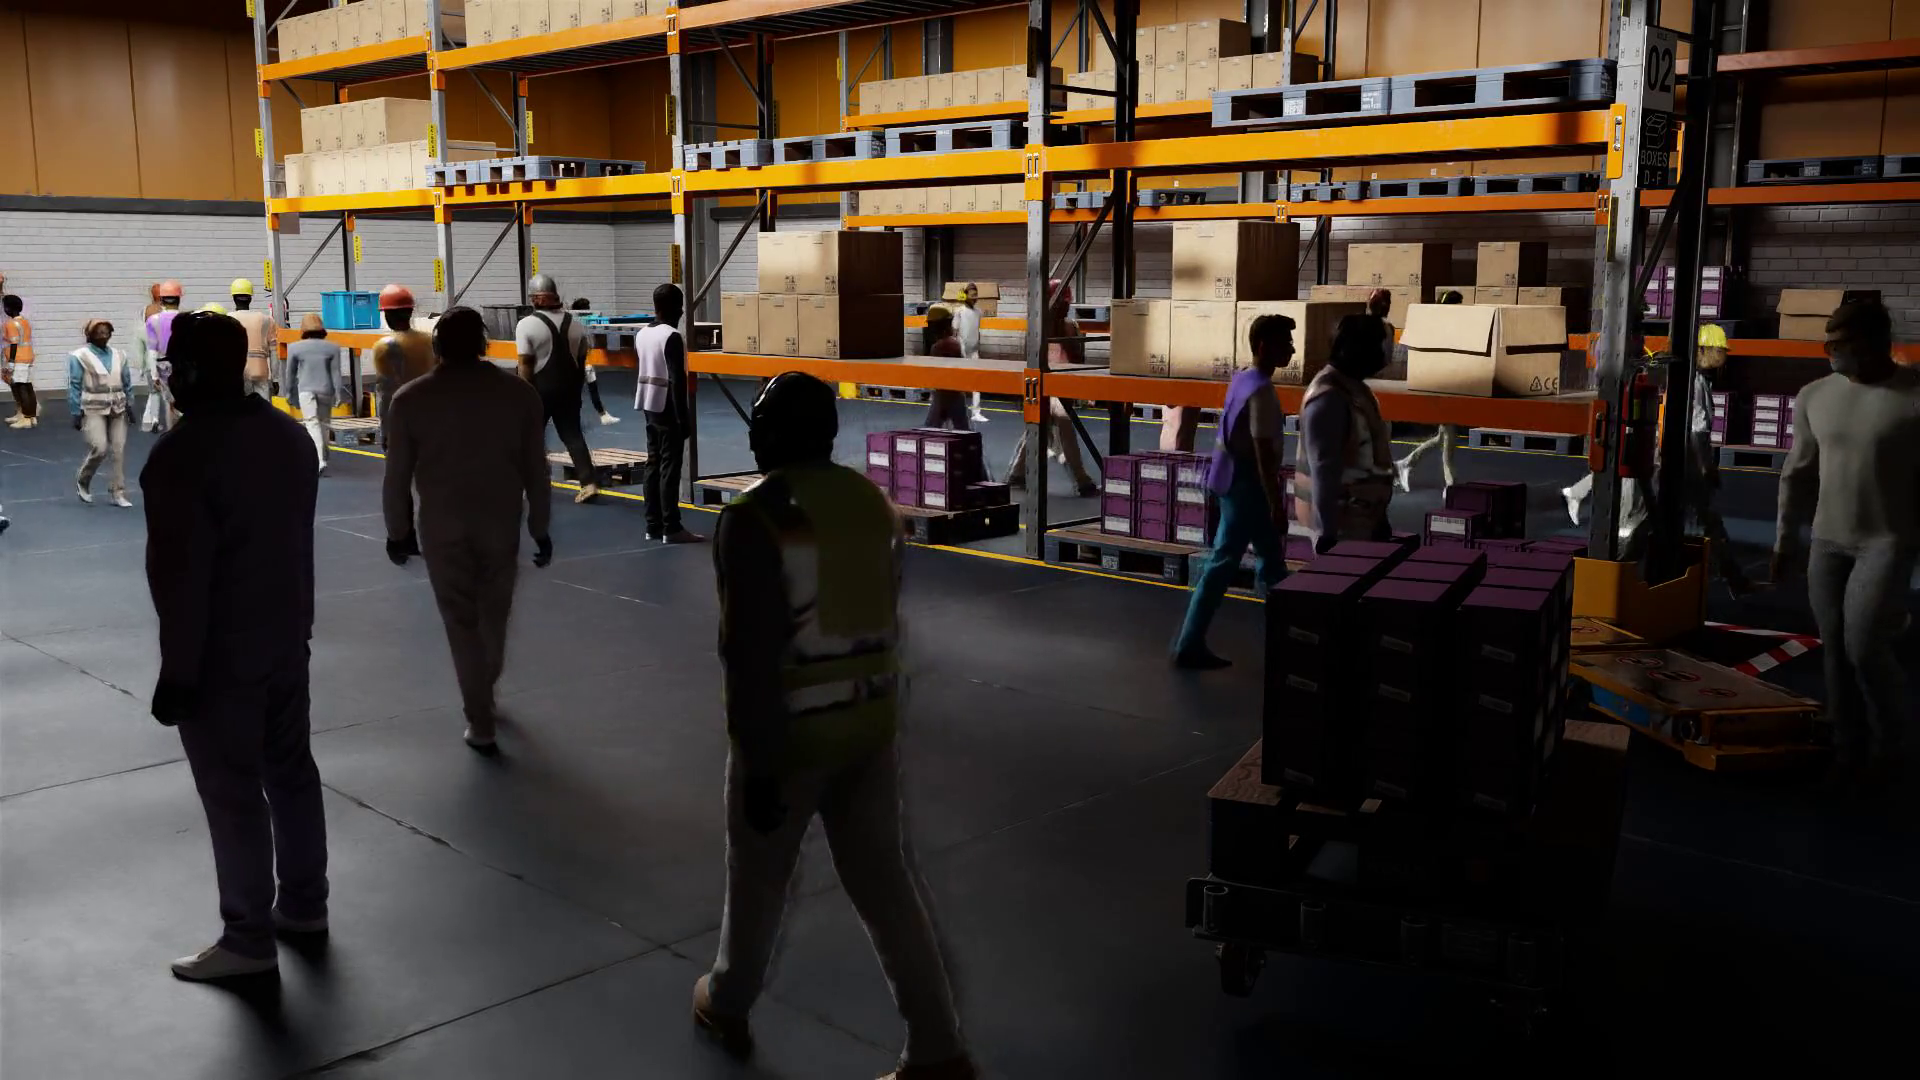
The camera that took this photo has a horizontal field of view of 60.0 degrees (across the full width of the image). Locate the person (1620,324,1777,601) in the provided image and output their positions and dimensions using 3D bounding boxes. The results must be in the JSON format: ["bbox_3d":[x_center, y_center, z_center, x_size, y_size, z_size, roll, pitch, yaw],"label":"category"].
[{"bbox_3d":[4.447,-0.450,10.051,0.948,1.683,0.502,6,11,32],"label":"person"}]

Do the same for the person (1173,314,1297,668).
[{"bbox_3d":[1.538,-0.227,8.355,0.965,1.791,0.571,1,9,7],"label":"person"}]

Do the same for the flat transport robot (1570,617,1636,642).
[{"bbox_3d":[2.736,0.550,8.249,1.431,0.197,0.652,-2,9,-9],"label":"flat transport robot"}]

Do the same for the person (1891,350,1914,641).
[{"bbox_3d":[4.855,-0.201,8.784,0.511,1.586,0.824,6,11,35],"label":"person"}]

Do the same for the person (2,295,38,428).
[{"bbox_3d":[-11.975,-2.268,21.169,0.318,1.697,0.533,-2,9,-11],"label":"person"}]

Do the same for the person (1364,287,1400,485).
[{"bbox_3d":[3.836,-1.458,15.733,0.583,1.857,0.816,-5,10,-28],"label":"person"}]

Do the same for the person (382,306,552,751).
[{"bbox_3d":[-2.158,-0.077,7.230,0.676,1.853,0.975,-5,11,-28],"label":"person"}]

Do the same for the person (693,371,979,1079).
[{"bbox_3d":[-0.353,0.483,4.095,0.938,1.777,0.668,8,12,39],"label":"person"}]

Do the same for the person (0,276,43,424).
[{"bbox_3d":[-12.468,-2.510,21.707,0.659,2.003,0.488,7,12,37],"label":"person"}]

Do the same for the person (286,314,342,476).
[{"bbox_3d":[-6.342,-1.430,16.380,0.512,1.594,0.848,-4,10,-26],"label":"person"}]

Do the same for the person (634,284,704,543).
[{"bbox_3d":[-2.189,-0.931,12.314,0.390,1.913,0.588,-7,12,-37],"label":"person"}]

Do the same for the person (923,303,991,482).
[{"bbox_3d":[-0.107,-1.240,14.808,0.911,1.721,0.516,5,11,28],"label":"person"}]

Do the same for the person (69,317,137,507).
[{"bbox_3d":[-7.263,-1.072,14.080,0.403,1.625,0.520,5,11,29],"label":"person"}]

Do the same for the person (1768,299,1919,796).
[{"bbox_3d":[3.440,0.046,6.347,0.437,1.905,0.675,-5,11,-30],"label":"person"}]

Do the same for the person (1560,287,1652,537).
[{"bbox_3d":[4.963,-0.974,12.615,0.738,1.903,0.600,9,13,43],"label":"person"}]

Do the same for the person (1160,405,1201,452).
[{"bbox_3d":[2.055,-1.376,15.082,0.404,1.903,0.636,8,12,42],"label":"person"}]

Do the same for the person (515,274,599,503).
[{"bbox_3d":[-3.518,-1.334,14.389,1.021,2.000,0.695,9,13,43],"label":"person"}]

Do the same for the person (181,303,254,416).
[{"bbox_3d":[-6.140,-1.084,13.801,0.539,1.731,0.807,-1,9,-8],"label":"person"}]

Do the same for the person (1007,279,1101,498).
[{"bbox_3d":[0.841,-1.357,14.889,1.083,1.935,0.614,5,11,29],"label":"person"}]

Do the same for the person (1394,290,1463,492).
[{"bbox_3d":[4.227,-1.281,14.678,0.524,1.845,0.819,-8,12,-41],"label":"person"}]

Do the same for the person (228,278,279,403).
[{"bbox_3d":[-7.101,-1.633,16.575,0.594,1.924,0.383,-7,11,-35],"label":"person"}]

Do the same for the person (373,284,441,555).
[{"bbox_3d":[-3.837,-0.834,11.688,0.530,1.920,0.570,7,11,36],"label":"person"}]

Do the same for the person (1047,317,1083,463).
[{"bbox_3d":[1.033,-1.720,17.525,0.533,1.801,0.963,-4,10,-23],"label":"person"}]

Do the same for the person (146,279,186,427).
[{"bbox_3d":[-8.344,-1.813,17.719,0.554,1.918,0.807,-3,10,-17],"label":"person"}]

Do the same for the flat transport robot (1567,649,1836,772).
[{"bbox_3d":[3.182,0.707,7.288,0.652,0.197,1.431,-2,9,-9],"label":"flat transport robot"}]

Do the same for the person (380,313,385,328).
[{"bbox_3d":[-7.479,-2.465,22.238,0.543,1.741,0.722,5,10,27],"label":"person"}]

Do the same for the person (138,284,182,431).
[{"bbox_3d":[-9.991,-2.301,20.961,0.603,1.828,0.999,4,10,24],"label":"person"}]

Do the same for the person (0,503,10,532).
[{"bbox_3d":[-7.683,-0.961,12.799,1.009,1.813,0.526,9,13,43],"label":"person"}]

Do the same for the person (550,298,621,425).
[{"bbox_3d":[-4.887,-2.287,21.412,0.882,1.652,0.547,-1,9,-9],"label":"person"}]

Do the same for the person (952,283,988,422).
[{"bbox_3d":[0.044,-2.507,22.224,0.524,1.846,0.807,-8,12,-40],"label":"person"}]

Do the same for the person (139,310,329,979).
[{"bbox_3d":[-2.104,0.300,4.787,0.403,1.906,0.652,2,9,11],"label":"person"}]

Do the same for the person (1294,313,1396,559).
[{"bbox_3d":[1.719,-0.093,7.450,0.430,1.834,0.628,4,10,22],"label":"person"}]

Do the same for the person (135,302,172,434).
[{"bbox_3d":[-9.660,-2.058,20.127,0.518,1.622,0.354,-2,9,-11],"label":"person"}]
